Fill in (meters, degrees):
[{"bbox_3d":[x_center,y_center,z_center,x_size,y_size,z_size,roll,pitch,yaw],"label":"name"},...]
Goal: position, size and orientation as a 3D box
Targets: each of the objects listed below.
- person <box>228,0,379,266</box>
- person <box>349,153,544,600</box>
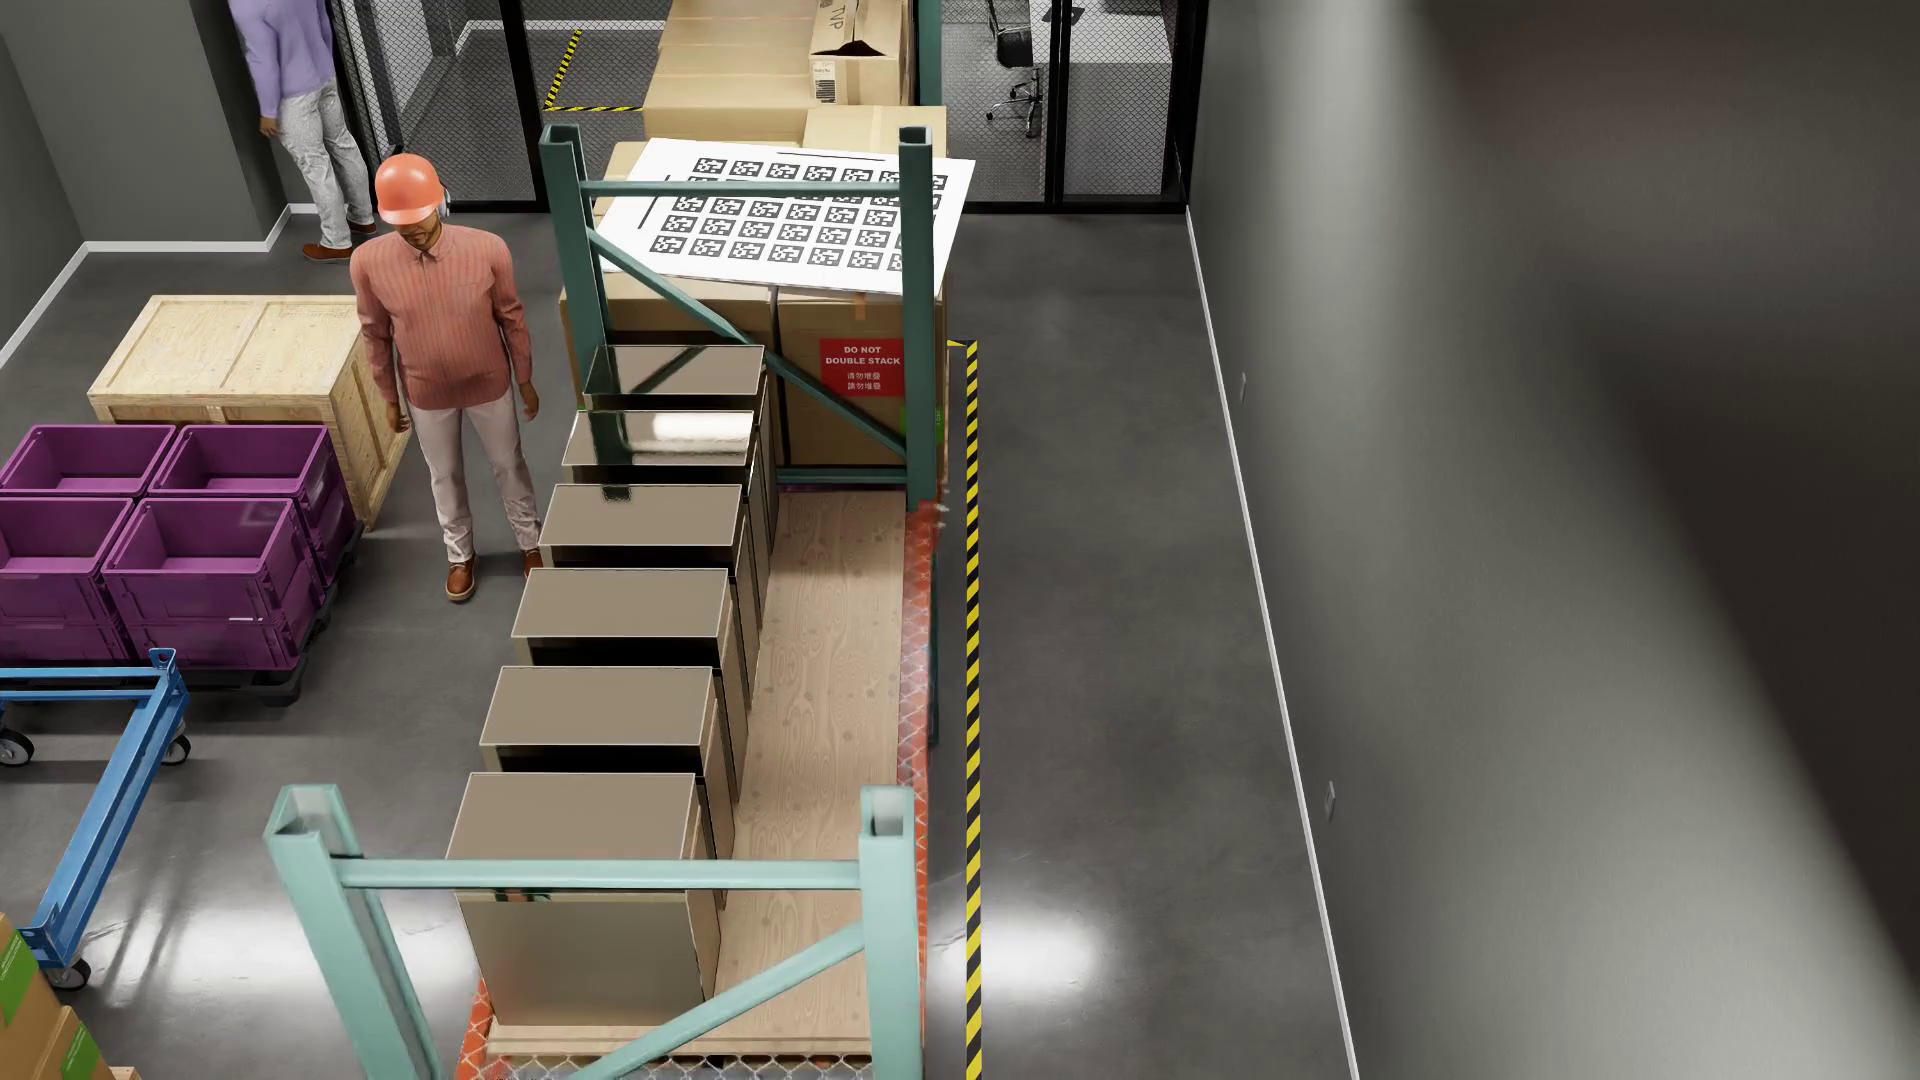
[{"bbox_3d":[-3.403,-2.332,8.552,0.372,1.941,0.627,11,42,13],"label":"person"},{"bbox_3d":[-1.981,-0.615,6.547,0.621,1.994,0.381,-9,42,-11],"label":"person"}]
